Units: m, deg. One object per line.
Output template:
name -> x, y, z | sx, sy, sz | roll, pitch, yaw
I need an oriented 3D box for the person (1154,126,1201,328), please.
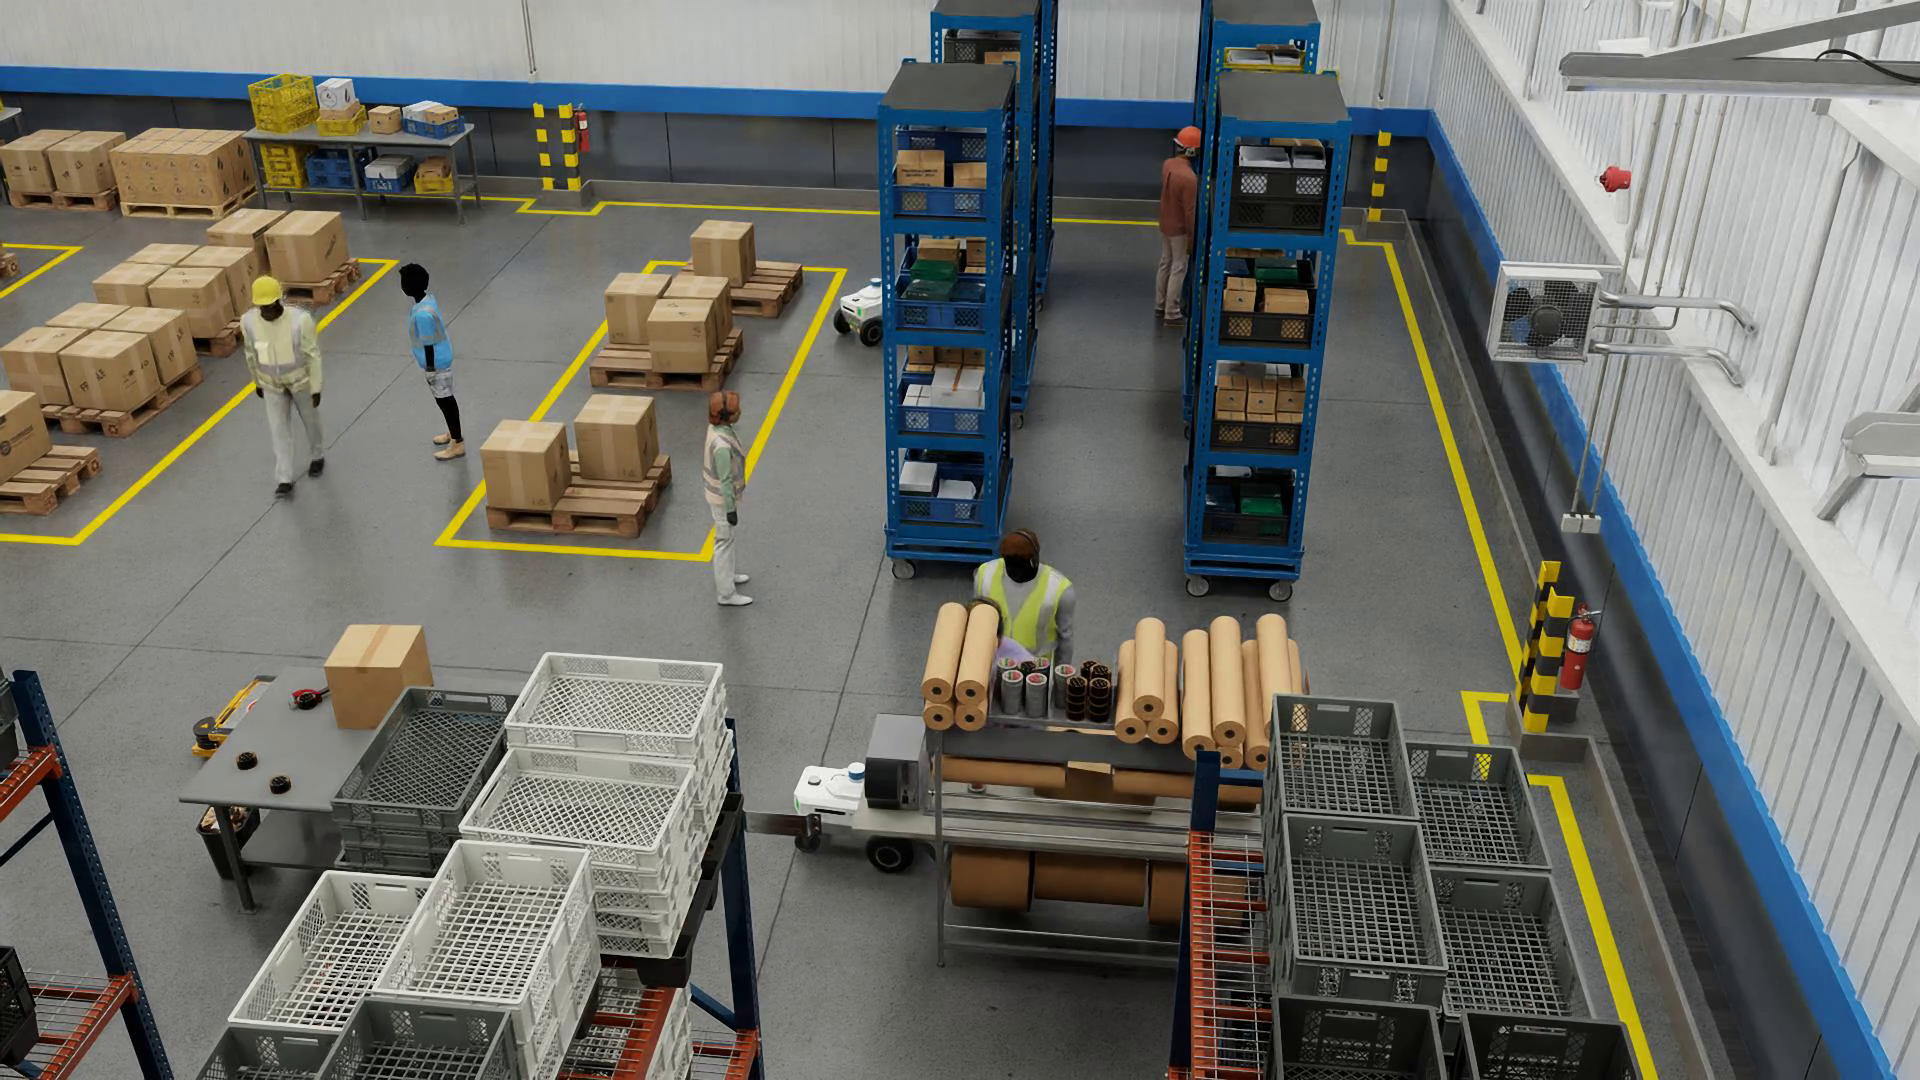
person -> 2.144, -3.041, 16.185 | 0.412, 1.982, 0.622 | -10, 32, -17

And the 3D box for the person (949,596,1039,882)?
person -> 0.147, 1.115, 9.099 | 0.629, 1.930, 0.370 | 17, 34, 26

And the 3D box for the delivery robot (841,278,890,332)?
delivery robot -> -0.807, -2.316, 16.254 | 0.707, 0.478, 0.477 | -23, 37, -34

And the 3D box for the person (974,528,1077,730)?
person -> 0.346, 0.744, 9.819 | 0.634, 1.841, 0.429 | 10, 32, 16

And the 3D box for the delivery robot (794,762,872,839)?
delivery robot -> -0.595, 1.515, 9.674 | 0.707, 0.478, 0.477 | 6, 31, 10

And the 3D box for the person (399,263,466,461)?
person -> -4.375, -1.495, 13.814 | 0.322, 1.691, 0.534 | -9, 31, -14

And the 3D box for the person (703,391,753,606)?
person -> -1.655, -0.306, 11.831 | 0.317, 1.630, 0.510 | -5, 31, -9

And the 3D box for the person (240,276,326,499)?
person -> -5.372, -1.215, 13.223 | 0.595, 1.788, 0.882 | -4, 30, -7
